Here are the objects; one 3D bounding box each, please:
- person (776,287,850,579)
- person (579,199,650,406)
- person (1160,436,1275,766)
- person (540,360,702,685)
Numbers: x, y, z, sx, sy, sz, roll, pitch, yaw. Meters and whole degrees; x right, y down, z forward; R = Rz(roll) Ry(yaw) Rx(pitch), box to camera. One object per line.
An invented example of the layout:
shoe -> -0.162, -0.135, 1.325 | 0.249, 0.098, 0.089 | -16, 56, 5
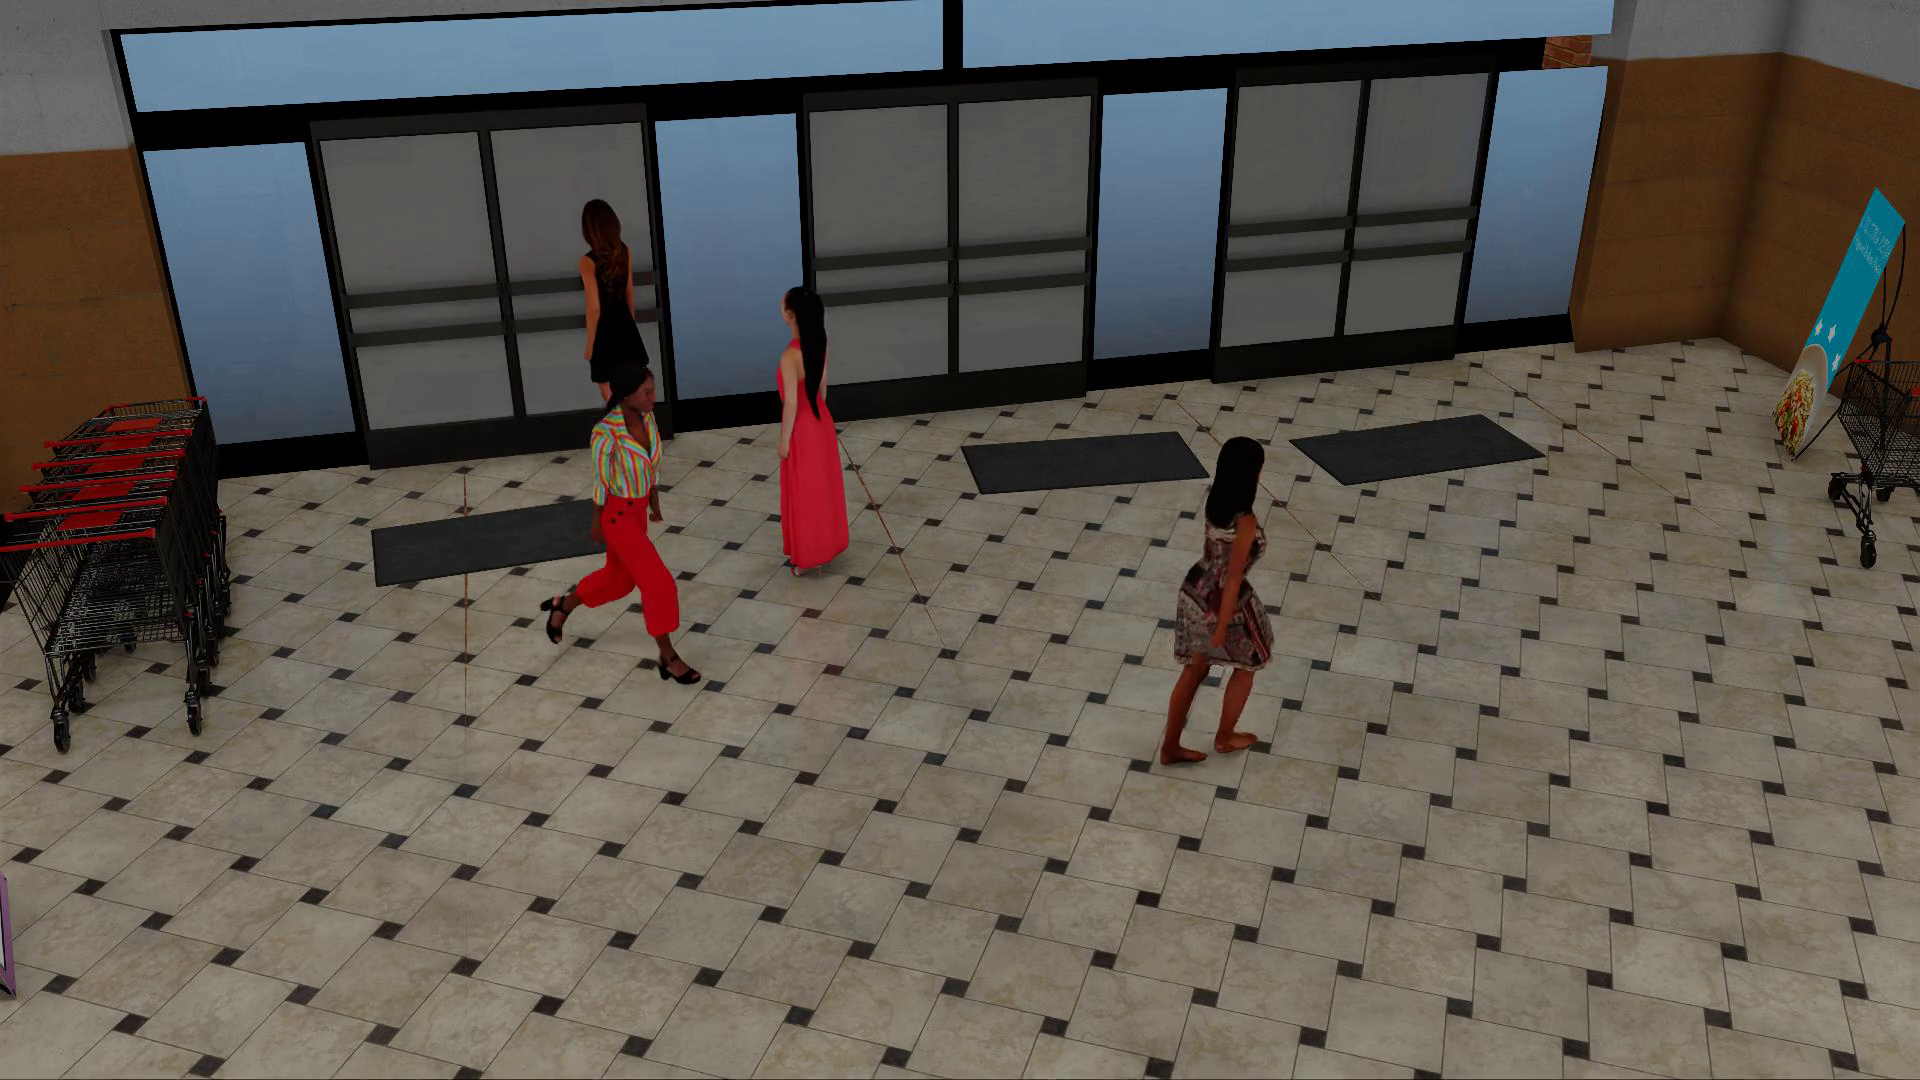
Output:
person -> -0.865, -0.597, 9.377 | 0.773, 1.726, 0.704 | 13, 30, 24
person -> -2.194, -1.249, 10.542 | 0.714, 1.834, 0.669 | 17, 32, 31
person -> 1.141, 0.344, 7.657 | 0.721, 1.602, 0.742 | -6, 28, -12
person -> -1.762, -0.063, 8.307 | 1.117, 1.741, 1.159 | 11, 29, 21
